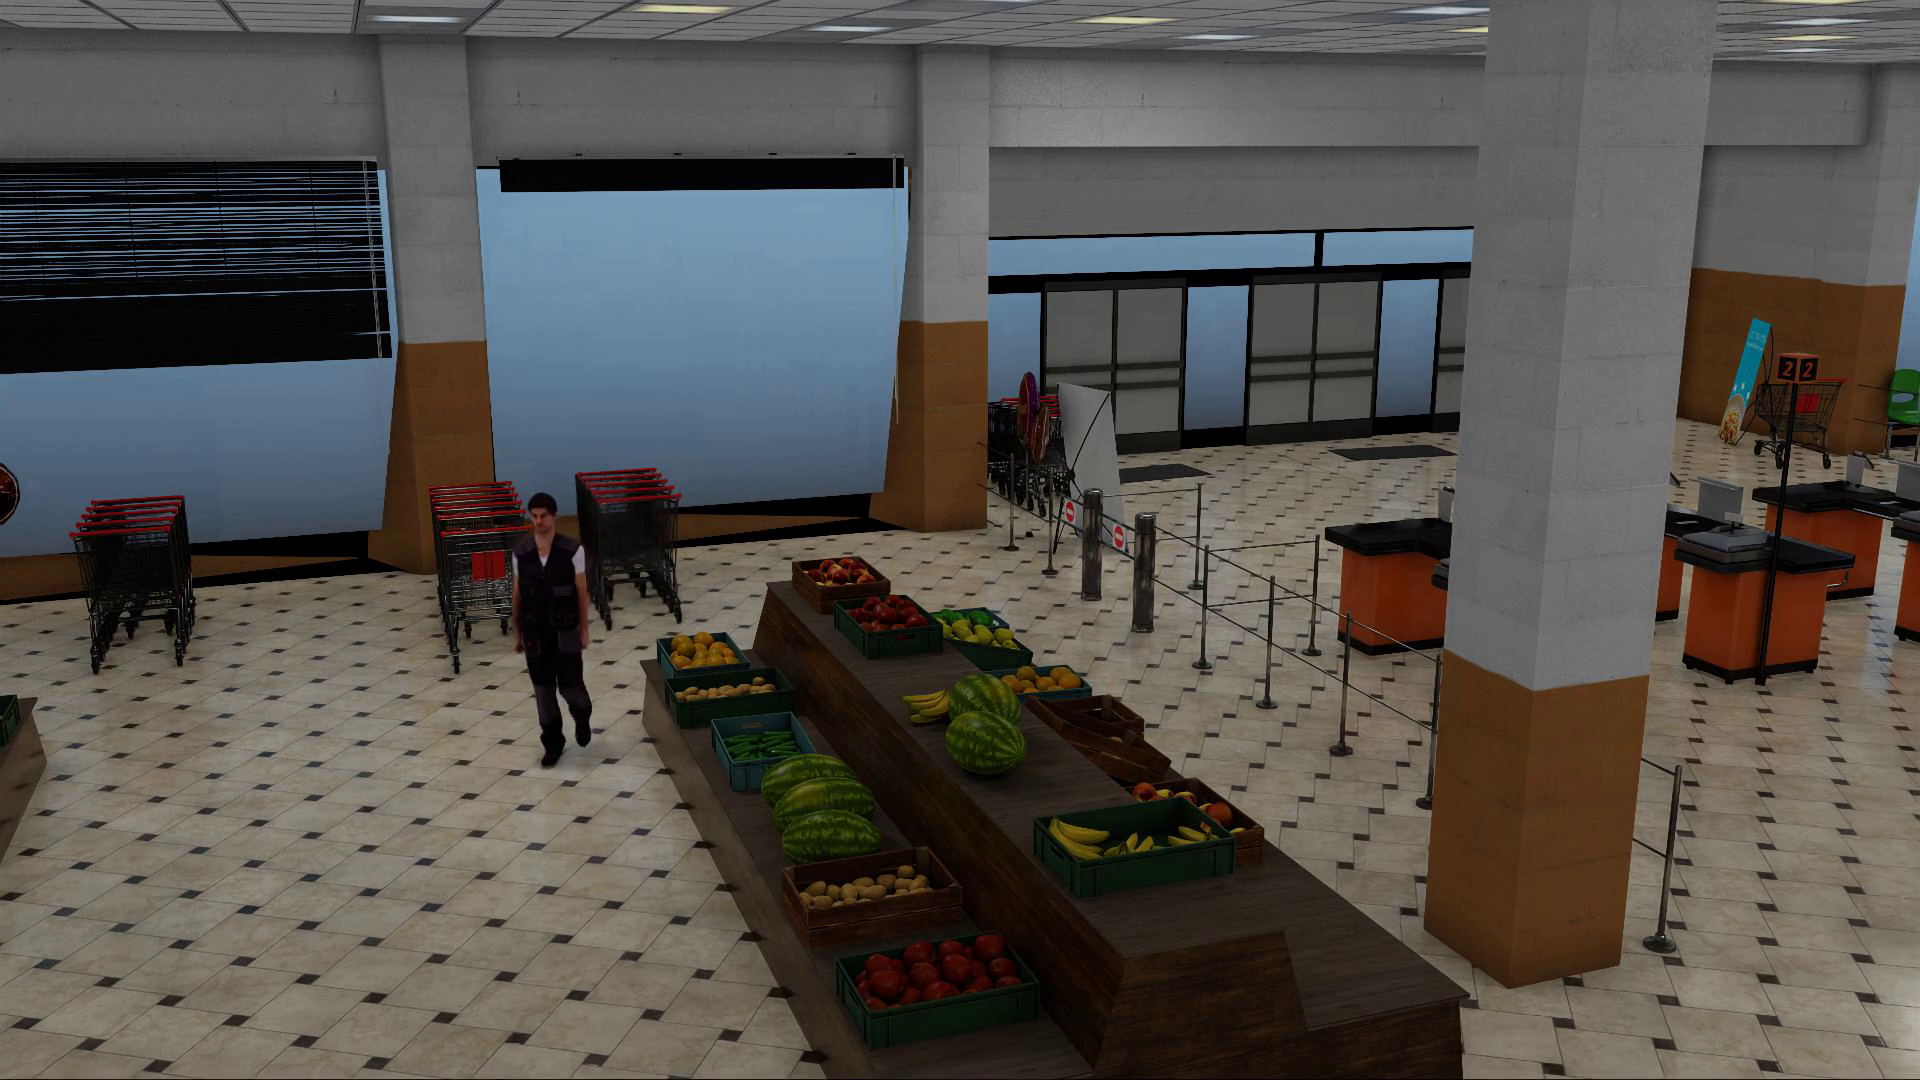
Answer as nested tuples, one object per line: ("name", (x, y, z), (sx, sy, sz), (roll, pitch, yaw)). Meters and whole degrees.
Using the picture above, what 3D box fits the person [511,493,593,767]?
("person", (-2.714, 0.572, 11.135), (0.770, 1.839, 0.837), (0, 14, 1))
